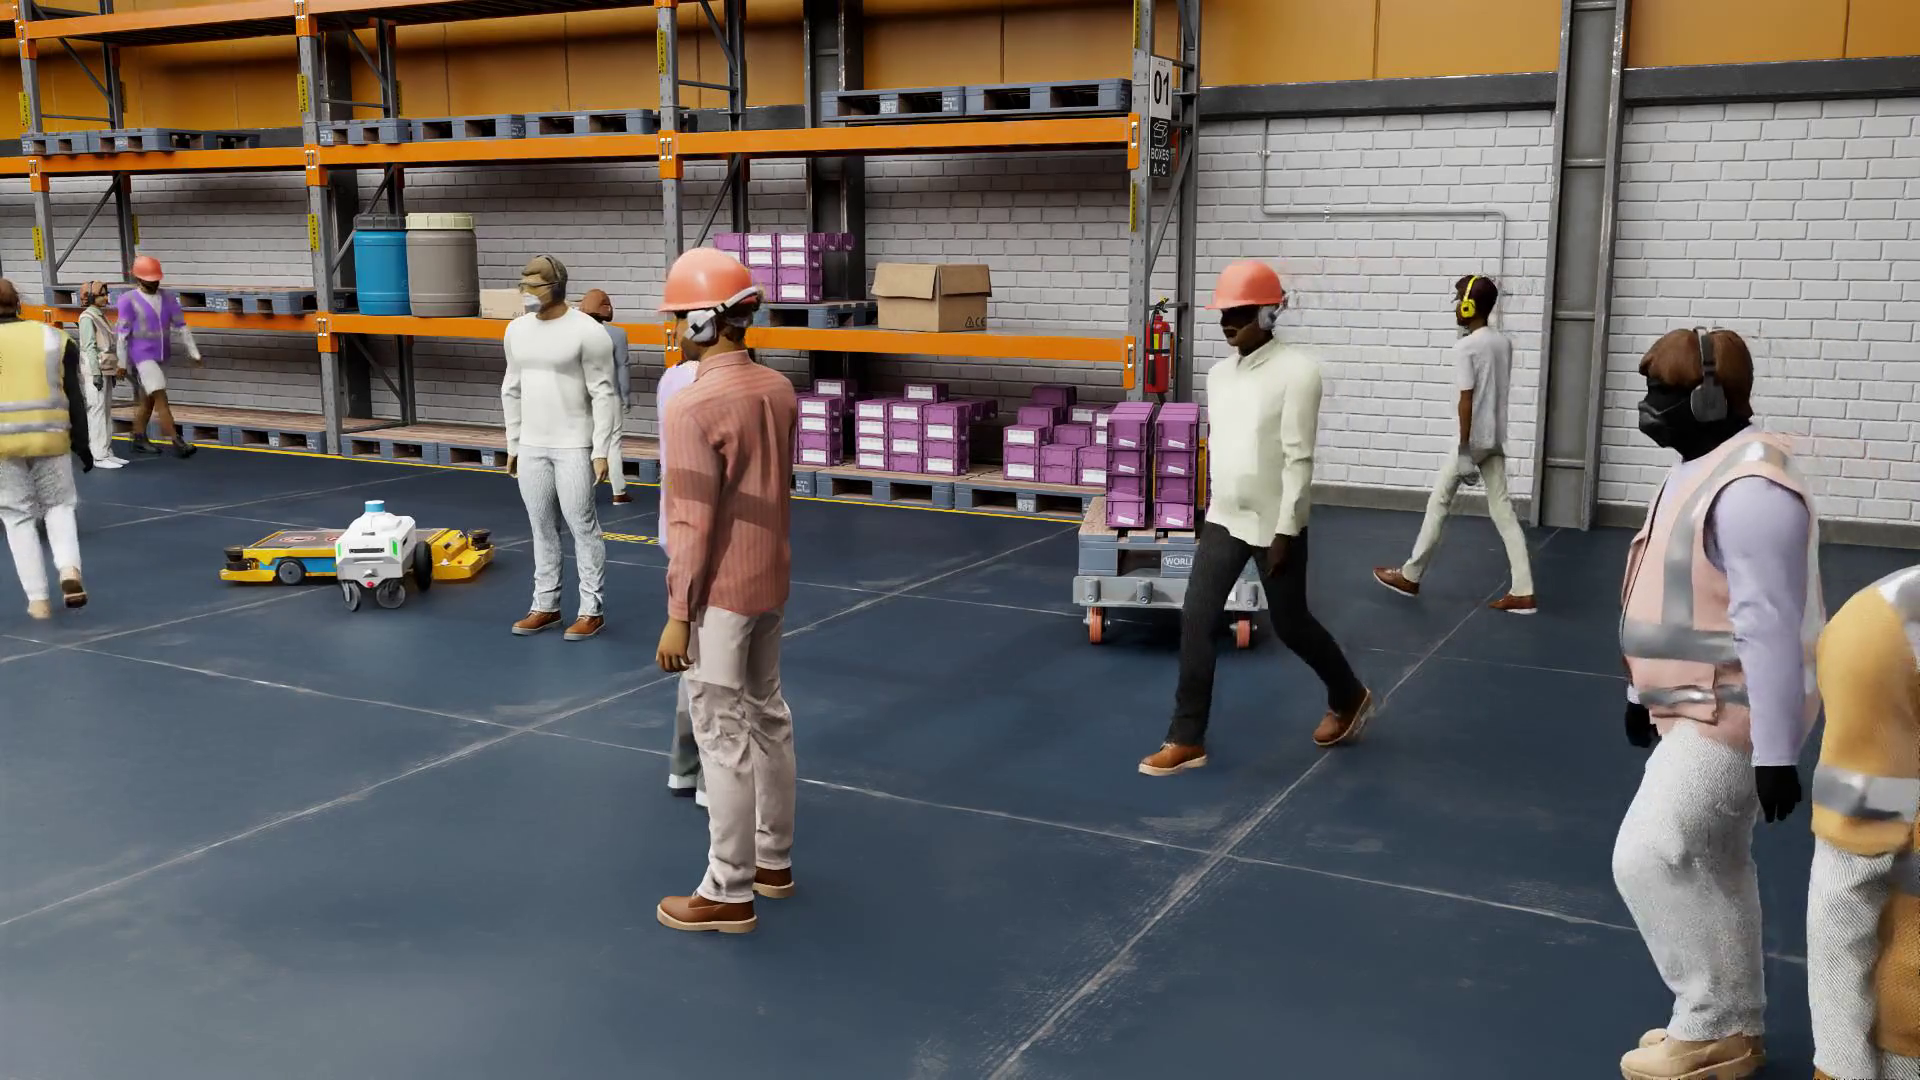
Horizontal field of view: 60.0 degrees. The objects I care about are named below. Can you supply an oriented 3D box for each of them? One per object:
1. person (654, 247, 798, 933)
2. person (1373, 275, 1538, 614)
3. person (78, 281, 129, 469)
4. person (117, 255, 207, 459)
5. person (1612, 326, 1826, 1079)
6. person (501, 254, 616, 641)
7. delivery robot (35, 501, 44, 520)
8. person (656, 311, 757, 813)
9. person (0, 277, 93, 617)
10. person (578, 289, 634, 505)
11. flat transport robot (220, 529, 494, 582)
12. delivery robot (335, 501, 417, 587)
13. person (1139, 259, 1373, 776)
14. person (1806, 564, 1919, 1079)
[{"bbox_3d":[-0.687,0.151,4.875,0.380,1.993,0.610,4,11,21],"label":"person"},{"bbox_3d":[2.786,-0.529,9.095,0.516,1.818,0.994,-7,13,-35],"label":"person"},{"bbox_3d":[-7.551,-1.447,14.603,0.307,1.641,0.513,-3,11,-16],"label":"person"},{"bbox_3d":[-7.369,-1.672,15.265,1.004,1.859,0.649,4,11,23],"label":"person"},{"bbox_3d":[1.750,0.417,3.909,0.516,1.819,0.698,2,11,12],"label":"person"},{"bbox_3d":[-2.022,-0.459,8.373,0.634,1.936,0.351,5,11,23],"label":"person"},{"bbox_3d":[-6.368,-0.354,11.332,0.707,0.478,0.477,9,14,41],"label":"delivery robot"},{"bbox_3d":[-0.874,0.028,5.833,0.366,1.901,0.631,-5,11,-25],"label":"person"},{"bbox_3d":[-4.952,-0.475,8.782,0.649,1.822,0.470,-8,13,-38],"label":"person"},{"bbox_3d":[-2.731,-1.073,12.575,0.501,1.631,0.285,1,10,5],"label":"person"},{"bbox_3d":[-3.593,0.081,9.981,1.431,0.197,0.652,-1,10,-3],"label":"flat transport robot"},{"bbox_3d":[-3.244,0.024,9.257,0.477,0.478,0.707,-2,11,-10],"label":"delivery robot"},{"bbox_3d":[1.182,-0.092,6.341,0.997,1.951,0.609,-7,13,-36],"label":"person"},{"bbox_3d":[1.432,0.658,2.292,0.545,1.930,0.384,-1,10,-5],"label":"person"}]
